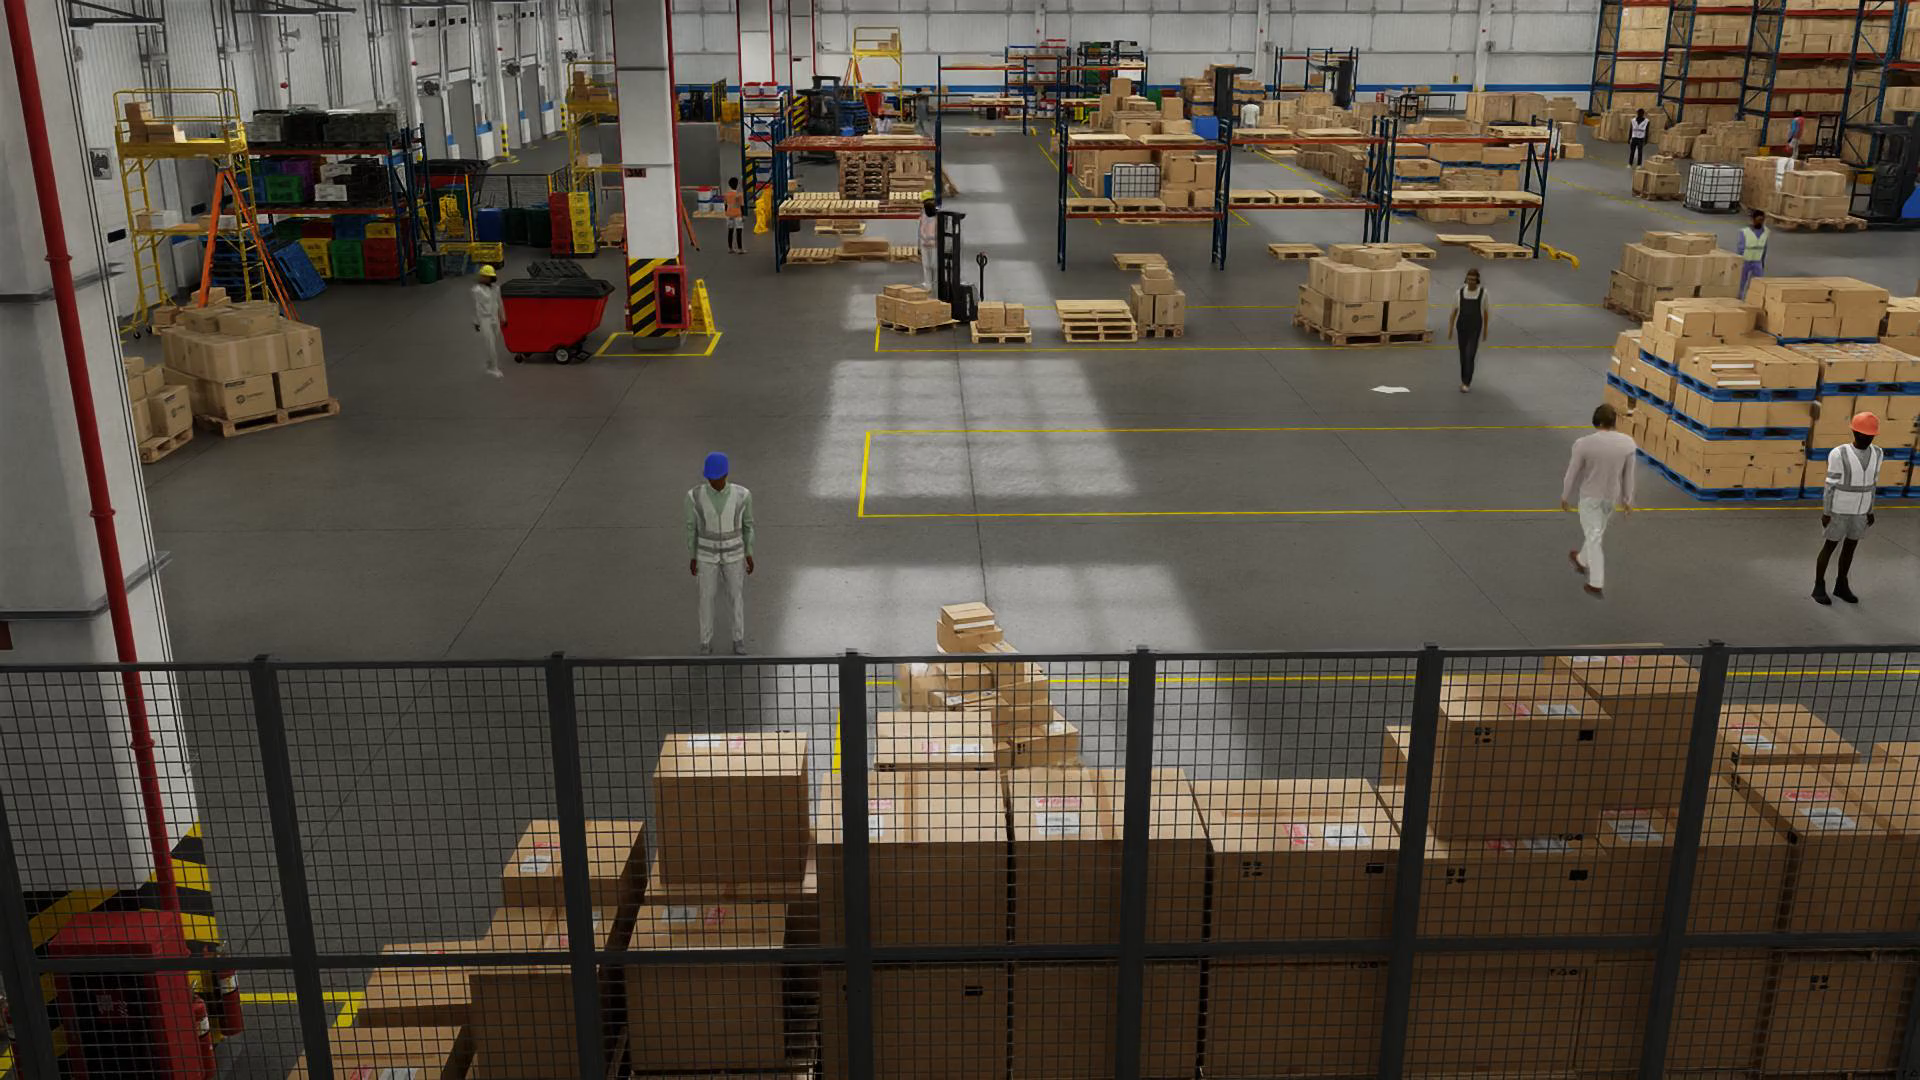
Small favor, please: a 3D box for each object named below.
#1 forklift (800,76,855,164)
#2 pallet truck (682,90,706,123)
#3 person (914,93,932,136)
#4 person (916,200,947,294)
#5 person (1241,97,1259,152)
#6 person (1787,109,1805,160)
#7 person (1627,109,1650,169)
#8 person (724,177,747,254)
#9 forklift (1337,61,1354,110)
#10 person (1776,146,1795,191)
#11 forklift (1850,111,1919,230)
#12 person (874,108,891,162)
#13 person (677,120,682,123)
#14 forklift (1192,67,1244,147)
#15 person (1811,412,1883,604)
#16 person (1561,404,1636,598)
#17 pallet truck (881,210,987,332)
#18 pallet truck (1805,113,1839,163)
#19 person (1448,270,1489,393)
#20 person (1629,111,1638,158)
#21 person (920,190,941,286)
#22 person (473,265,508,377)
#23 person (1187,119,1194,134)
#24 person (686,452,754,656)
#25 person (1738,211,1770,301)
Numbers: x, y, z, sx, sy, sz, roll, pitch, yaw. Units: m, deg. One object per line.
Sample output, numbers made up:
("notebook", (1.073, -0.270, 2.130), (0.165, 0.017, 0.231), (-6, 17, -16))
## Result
("forklift", (-4.427, -14.116, 55.747), (1.129, 2.768, 1.873), (10, 21, 28))
("pallet truck", (-9.671, -15.907, 62.421), (0.823, 1.965, 1.885), (5, 19, 15))
("person", (-1.396, -15.593, 61.650), (0.959, 1.904, 0.643), (5, 19, 13))
("person", (-0.564, -5.696, 32.395), (0.647, 1.824, 0.442), (10, 21, 27))
("person", (10.302, -14.763, 59.117), (0.631, 1.940, 0.370), (2, 19, 7))
("person", (27.519, -13.276, 54.859), (0.633, 1.841, 0.429), (-14, 23, -36))
("person", (22.080, -13.067, 54.137), (0.603, 1.910, 0.390), (14, 23, 35))
("person", (-5.044, -7.253, 37.228), (0.569, 1.694, 0.321), (10, 21, 28))
("forklift", (15.197, -17.540, 65.905), (1.873, 2.768, 1.129), (-1, 19, -2))
("person", (20.970, -9.062, 42.306), (0.426, 1.869, 0.621), (-5, 19, -14))
("forklift", (23.126, -9.083, 40.816), (1.873, 2.768, 1.129), (-1, 19, -2))
("person", (-2.535, -13.070, 54.118), (0.556, 1.919, 0.398), (9, 21, 25))
("person", (-8.313, -11.476, 49.393), (0.593, 1.916, 0.567), (-11, 22, -30))
("forklift", (9.517, -15.894, 61.023), (1.873, 2.768, 1.129), (-1, 19, -2))
("person", (8.701, -0.311, 16.245), (0.552, 1.936, 0.358), (-3, 19, -9))
("person", (6.386, -0.438, 16.725), (0.639, 1.877, 1.051), (-2, 19, -5))
("pallet truck", (-0.493, -4.759, 29.349), (1.885, 1.965, 0.823), (-13, 23, -34))
("pallet truck", (26.403, -11.957, 50.702), (0.823, 1.965, 1.885), (6, 19, 16))
("person", (7.521, -3.095, 24.701), (0.530, 1.806, 0.878), (9, 21, 26))
("person", (23.311, -13.963, 57.235), (0.516, 1.626, 0.369), (17, 25, 41))
("person", (-0.549, -6.076, 33.396), (0.557, 1.906, 0.605), (-14, 23, -36))
("person", (-7.197, -3.376, 25.678), (0.696, 1.715, 0.497), (12, 22, 32))
("person", (7.248, -12.706, 53.519), (0.521, 1.609, 0.737), (2, 19, 5))
("person", (-2.141, 0.136, 14.919), (0.605, 1.938, 0.412), (-3, 19, -9))
("person", (14.515, -5.050, 30.373), (0.636, 1.885, 0.846), (-3, 19, -9))
